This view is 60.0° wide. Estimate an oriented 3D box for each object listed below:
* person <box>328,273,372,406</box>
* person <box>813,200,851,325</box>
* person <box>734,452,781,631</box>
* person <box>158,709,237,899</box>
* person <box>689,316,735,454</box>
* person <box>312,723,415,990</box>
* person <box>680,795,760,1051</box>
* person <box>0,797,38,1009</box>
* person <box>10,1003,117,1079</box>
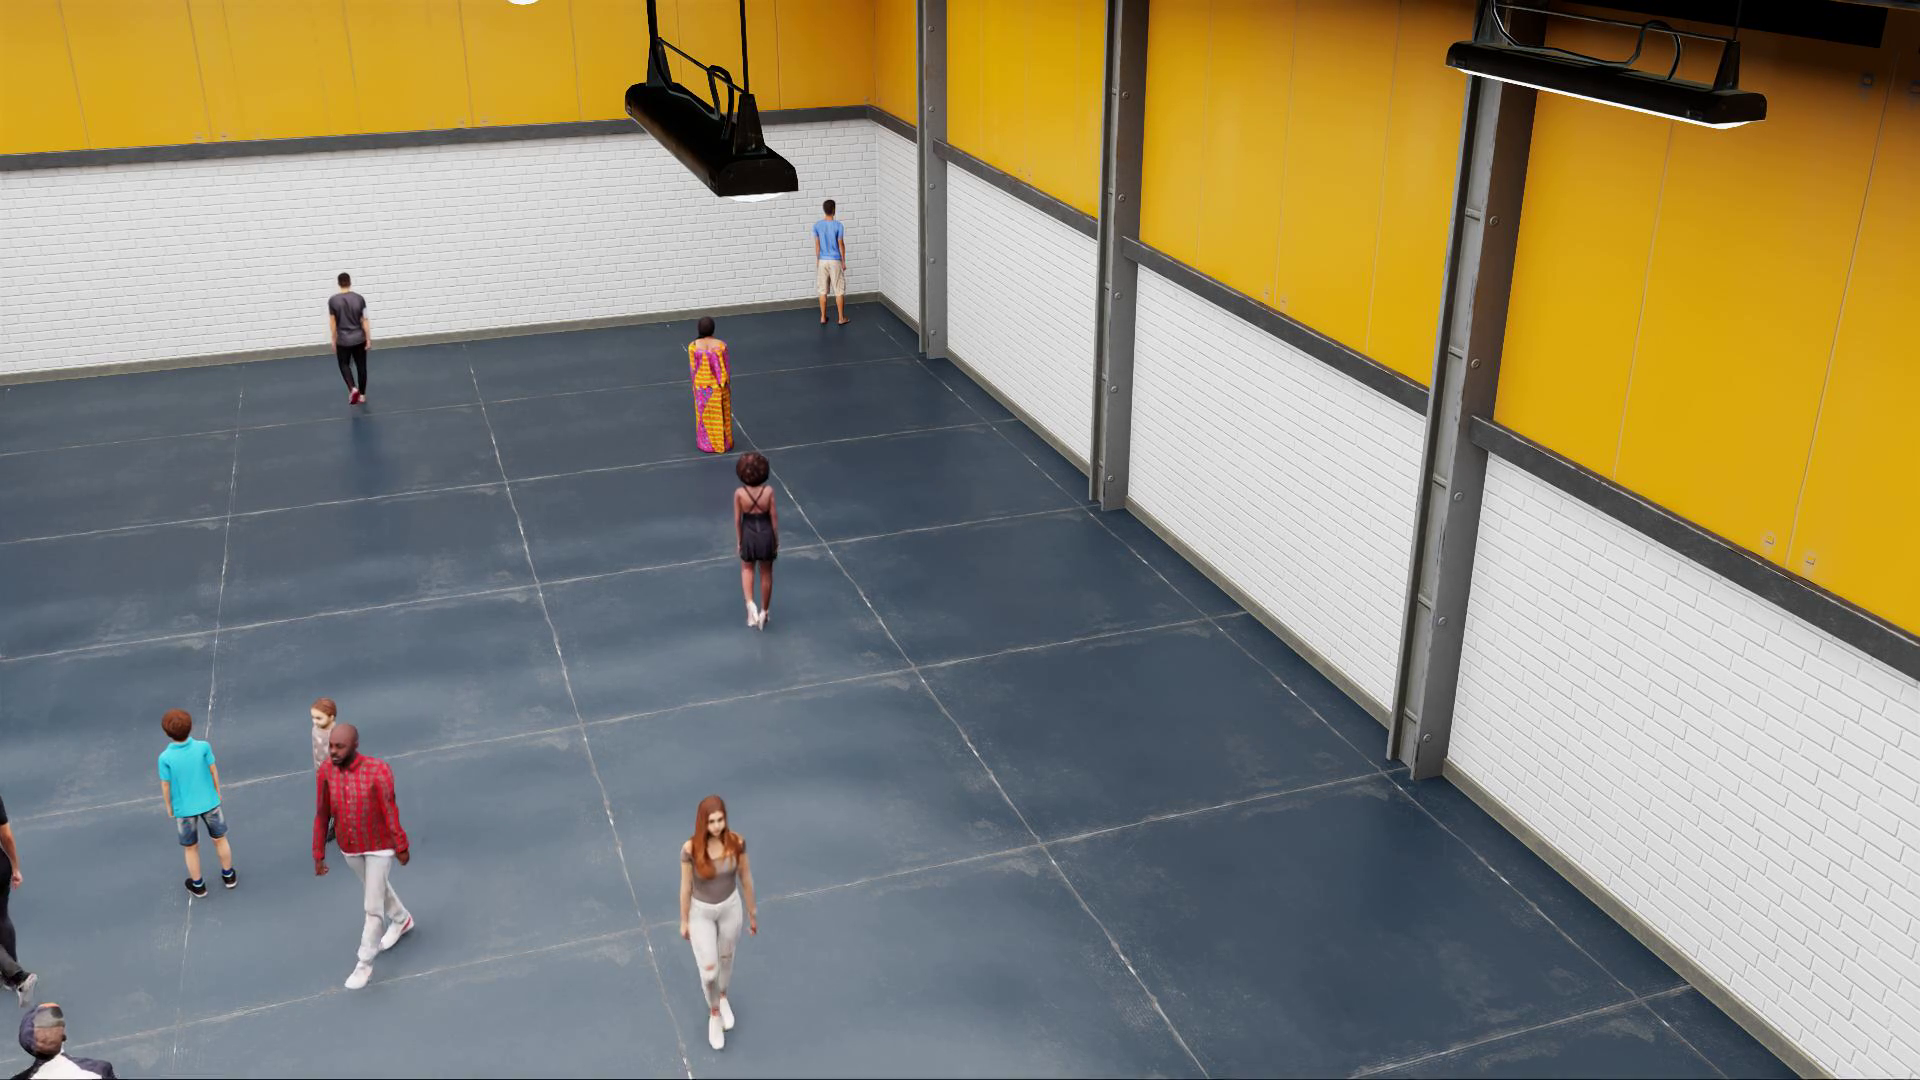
[{"bbox_3d":[-7.866,-2.559,21.465,0.691,1.752,0.932,-10,26,-23],"label":"person"},{"bbox_3d":[-1.949,-4.186,25.047,0.743,1.864,0.756,5,24,12],"label":"person"},{"bbox_3d":[-1.874,0.062,15.438,0.647,1.776,0.799,-3,24,-7],"label":"person"},{"bbox_3d":[-5.408,1.844,11.768,0.560,1.450,0.543,-15,28,-31],"label":"person"},{"bbox_3d":[-3.009,-1.909,20.060,0.723,1.686,0.751,-1,24,-2],"label":"person"},{"bbox_3d":[-3.904,1.972,11.057,1.082,1.785,1.245,5,24,11],"label":"person"},{"bbox_3d":[-1.544,2.296,10.406,0.608,1.714,0.673,-8,25,-19],"label":"person"},{"bbox_3d":[-6.189,2.173,10.555,1.043,1.818,0.939,15,28,31],"label":"person"},{"bbox_3d":[-4.342,3.150,8.242,0.726,1.882,0.954,-6,24,-14],"label":"person"}]
